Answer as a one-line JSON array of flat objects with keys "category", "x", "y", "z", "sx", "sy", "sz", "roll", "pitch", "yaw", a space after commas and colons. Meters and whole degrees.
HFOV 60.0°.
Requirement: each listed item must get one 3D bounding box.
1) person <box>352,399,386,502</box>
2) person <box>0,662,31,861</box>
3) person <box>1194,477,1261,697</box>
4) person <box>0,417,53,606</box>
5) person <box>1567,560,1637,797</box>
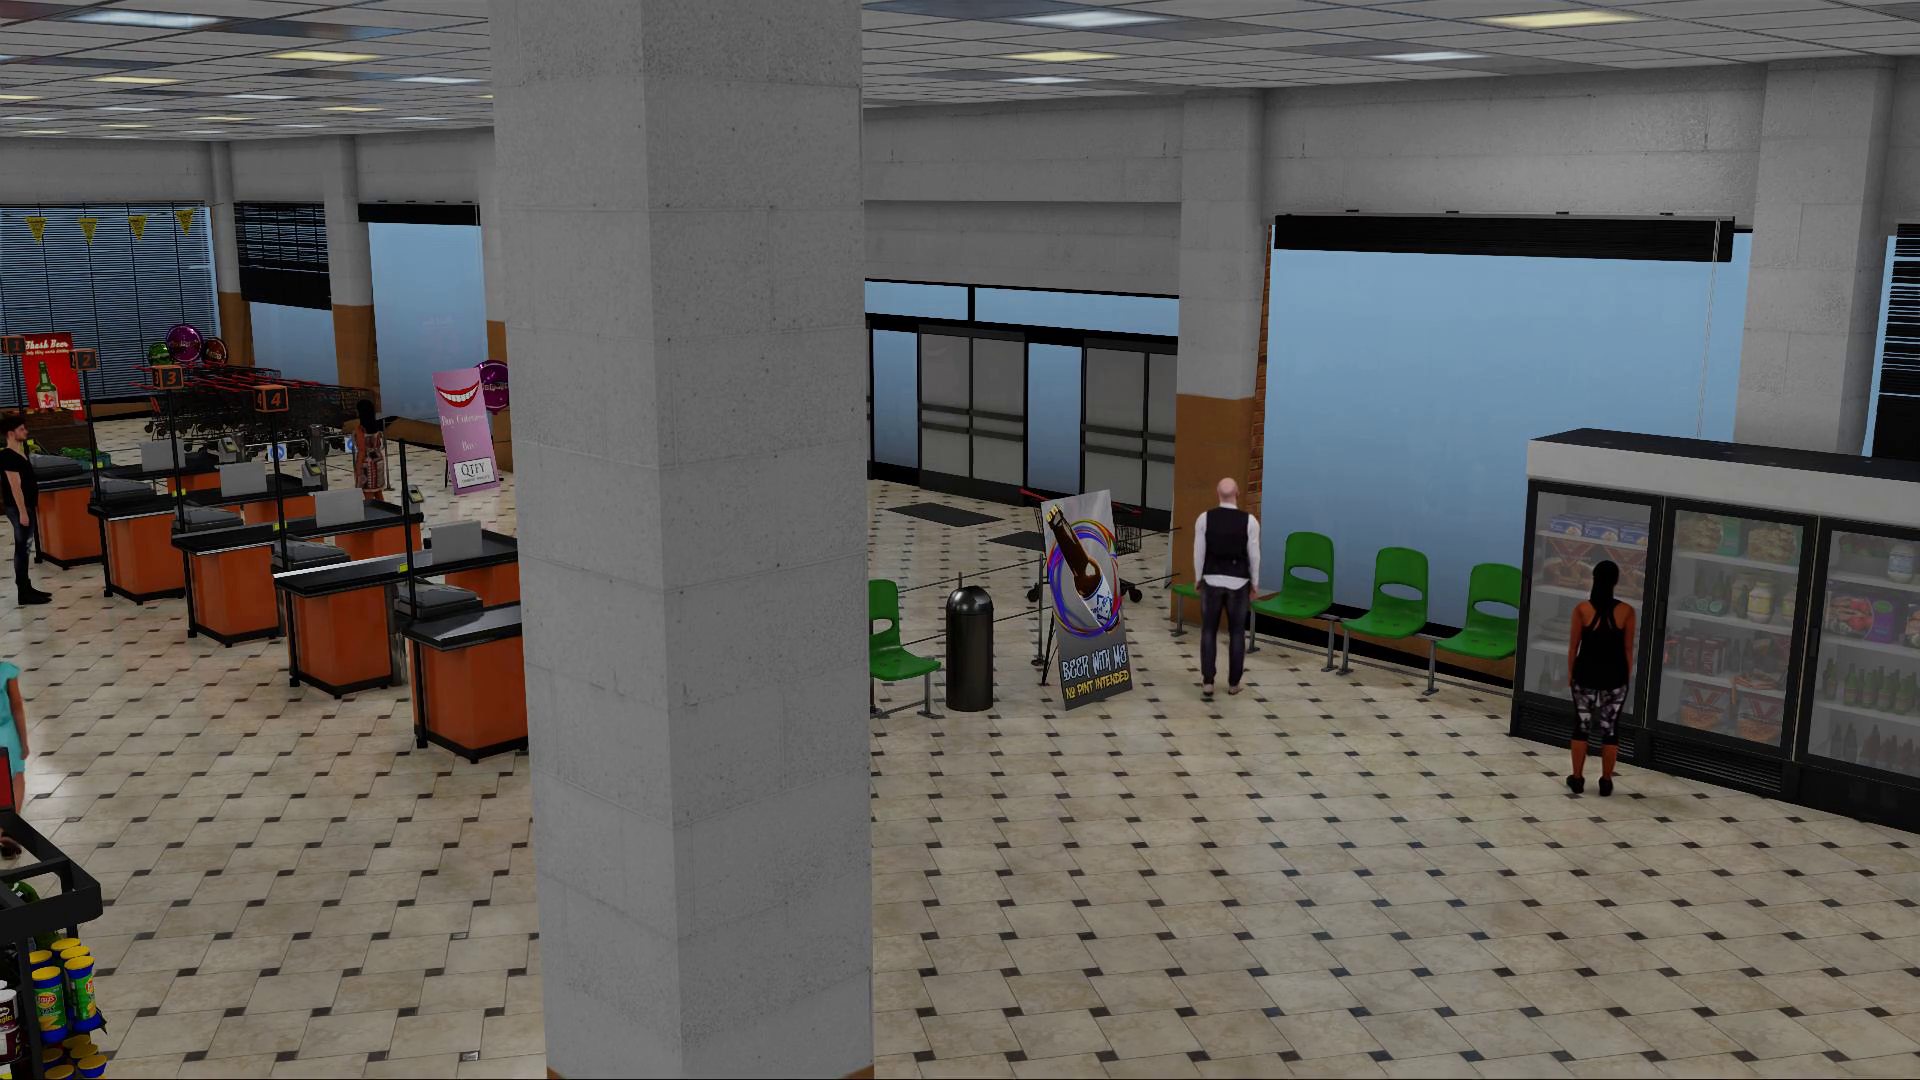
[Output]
[{"category": "person", "x": -7.176, "y": -0.898, "z": 20.227, "sx": 0.785, "sy": 1.645, "sz": 0.664, "roll": 3, "pitch": 12, "yaw": 13}, {"category": "person", "x": -5.953, "y": 1.251, "z": 10.239, "sx": 0.754, "sy": 1.554, "sz": 0.740, "roll": -6, "pitch": 13, "yaw": -25}, {"category": "person", "x": 2.178, "y": 0.384, "z": 13.690, "sx": 0.846, "sy": 1.829, "sz": 0.886, "roll": 3, "pitch": 12, "yaw": 12}, {"category": "person", "x": -9.499, "y": -0.306, "z": 16.805, "sx": 0.694, "sy": 1.897, "sz": 0.737, "roll": -6, "pitch": 13, "yaw": -26}, {"category": "person", "x": 4.419, "y": 0.936, "z": 11.474, "sx": 0.639, "sy": 1.662, "sz": 0.633, "roll": 5, "pitch": 13, "yaw": 21}]
